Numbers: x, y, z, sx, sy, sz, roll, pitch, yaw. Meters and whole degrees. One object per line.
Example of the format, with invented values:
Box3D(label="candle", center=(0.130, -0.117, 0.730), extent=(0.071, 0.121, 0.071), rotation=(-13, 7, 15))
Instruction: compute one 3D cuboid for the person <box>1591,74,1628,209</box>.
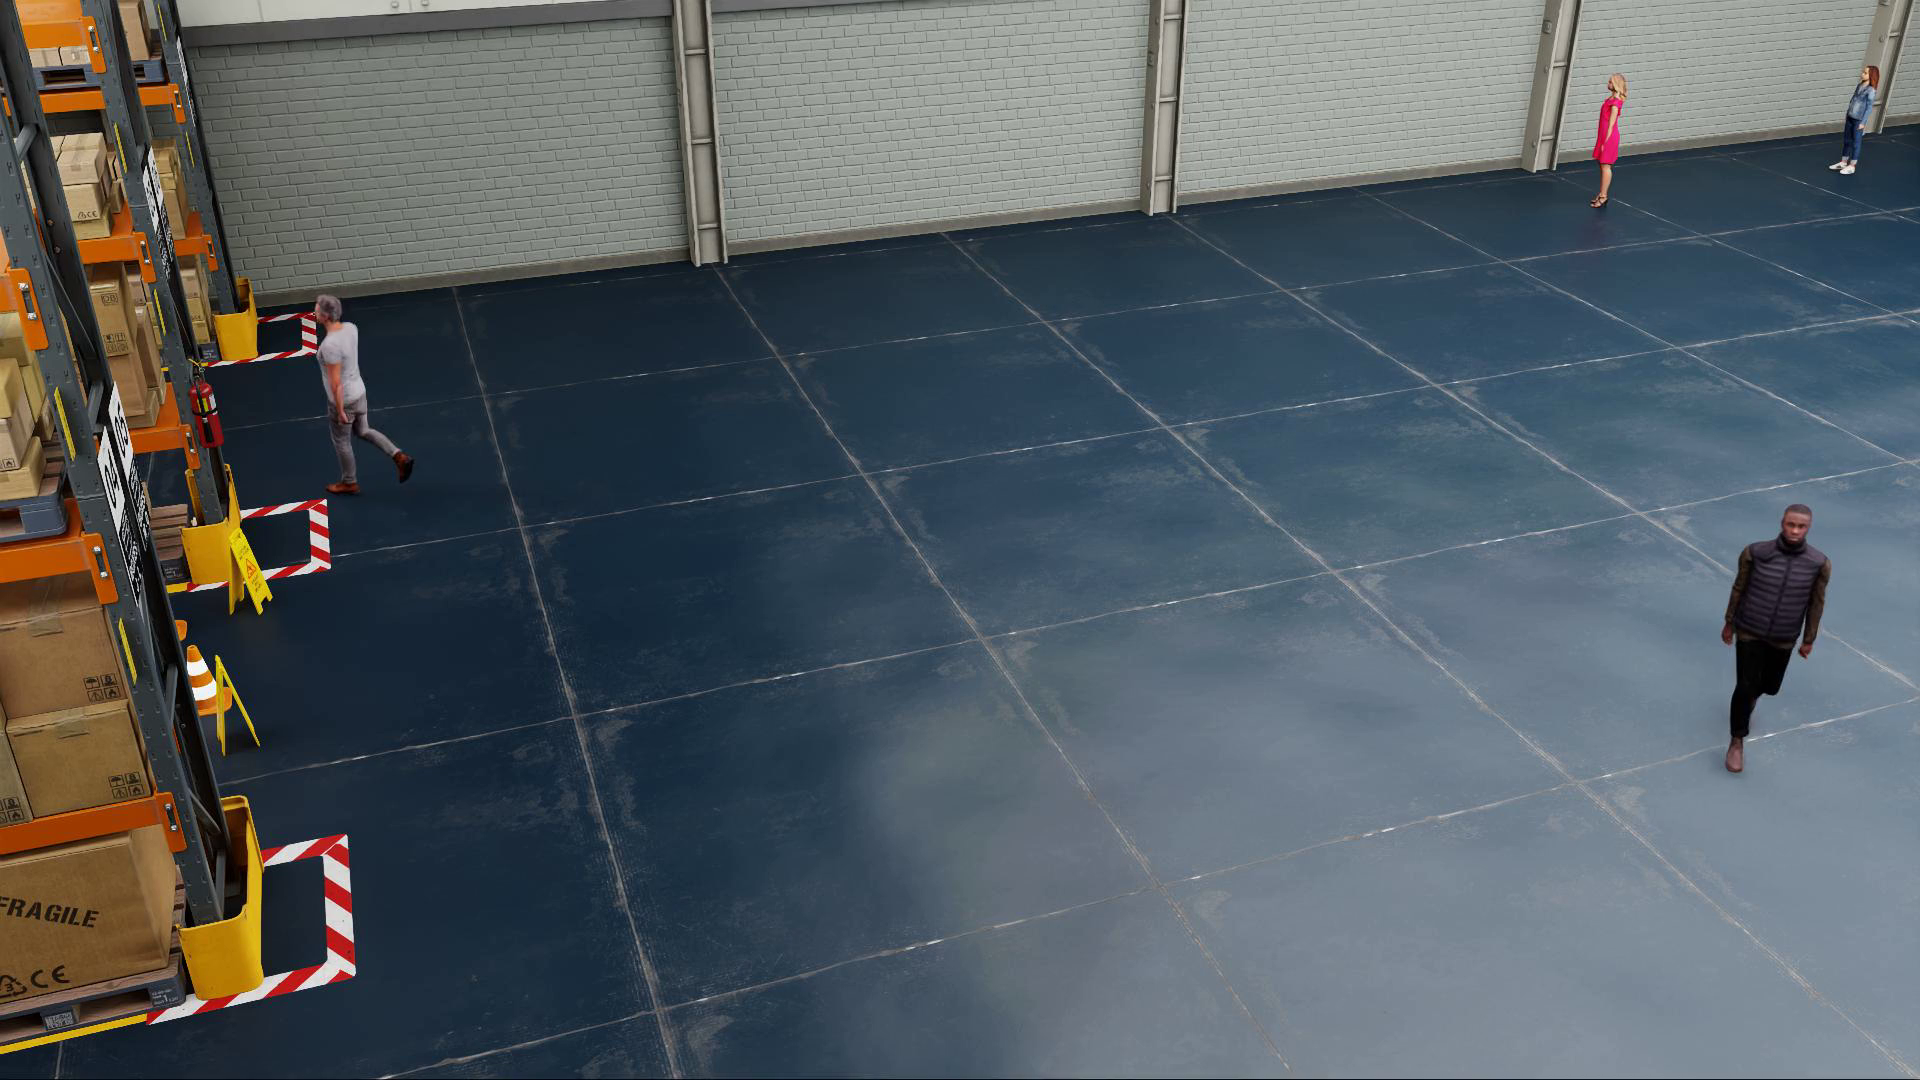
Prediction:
Box3D(label="person", center=(8.490, -5.226, 21.742), extent=(0.696, 1.721, 0.668), rotation=(6, 29, 10))

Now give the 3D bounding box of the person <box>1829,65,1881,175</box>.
Box3D(label="person", center=(12.543, -5.880, 23.230), extent=(0.563, 1.477, 0.598), rotation=(-4, 28, -7))

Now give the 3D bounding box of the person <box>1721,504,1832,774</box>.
Box3D(label="person", center=(5.224, 0.572, 10.754), extent=(1.141, 1.815, 1.177), rotation=(11, 30, 19))

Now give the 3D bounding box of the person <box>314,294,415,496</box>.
Box3D(label="person", center=(-5.111, -1.209, 14.100), extent=(1.164, 1.815, 0.991), rotation=(3, 28, 5))
